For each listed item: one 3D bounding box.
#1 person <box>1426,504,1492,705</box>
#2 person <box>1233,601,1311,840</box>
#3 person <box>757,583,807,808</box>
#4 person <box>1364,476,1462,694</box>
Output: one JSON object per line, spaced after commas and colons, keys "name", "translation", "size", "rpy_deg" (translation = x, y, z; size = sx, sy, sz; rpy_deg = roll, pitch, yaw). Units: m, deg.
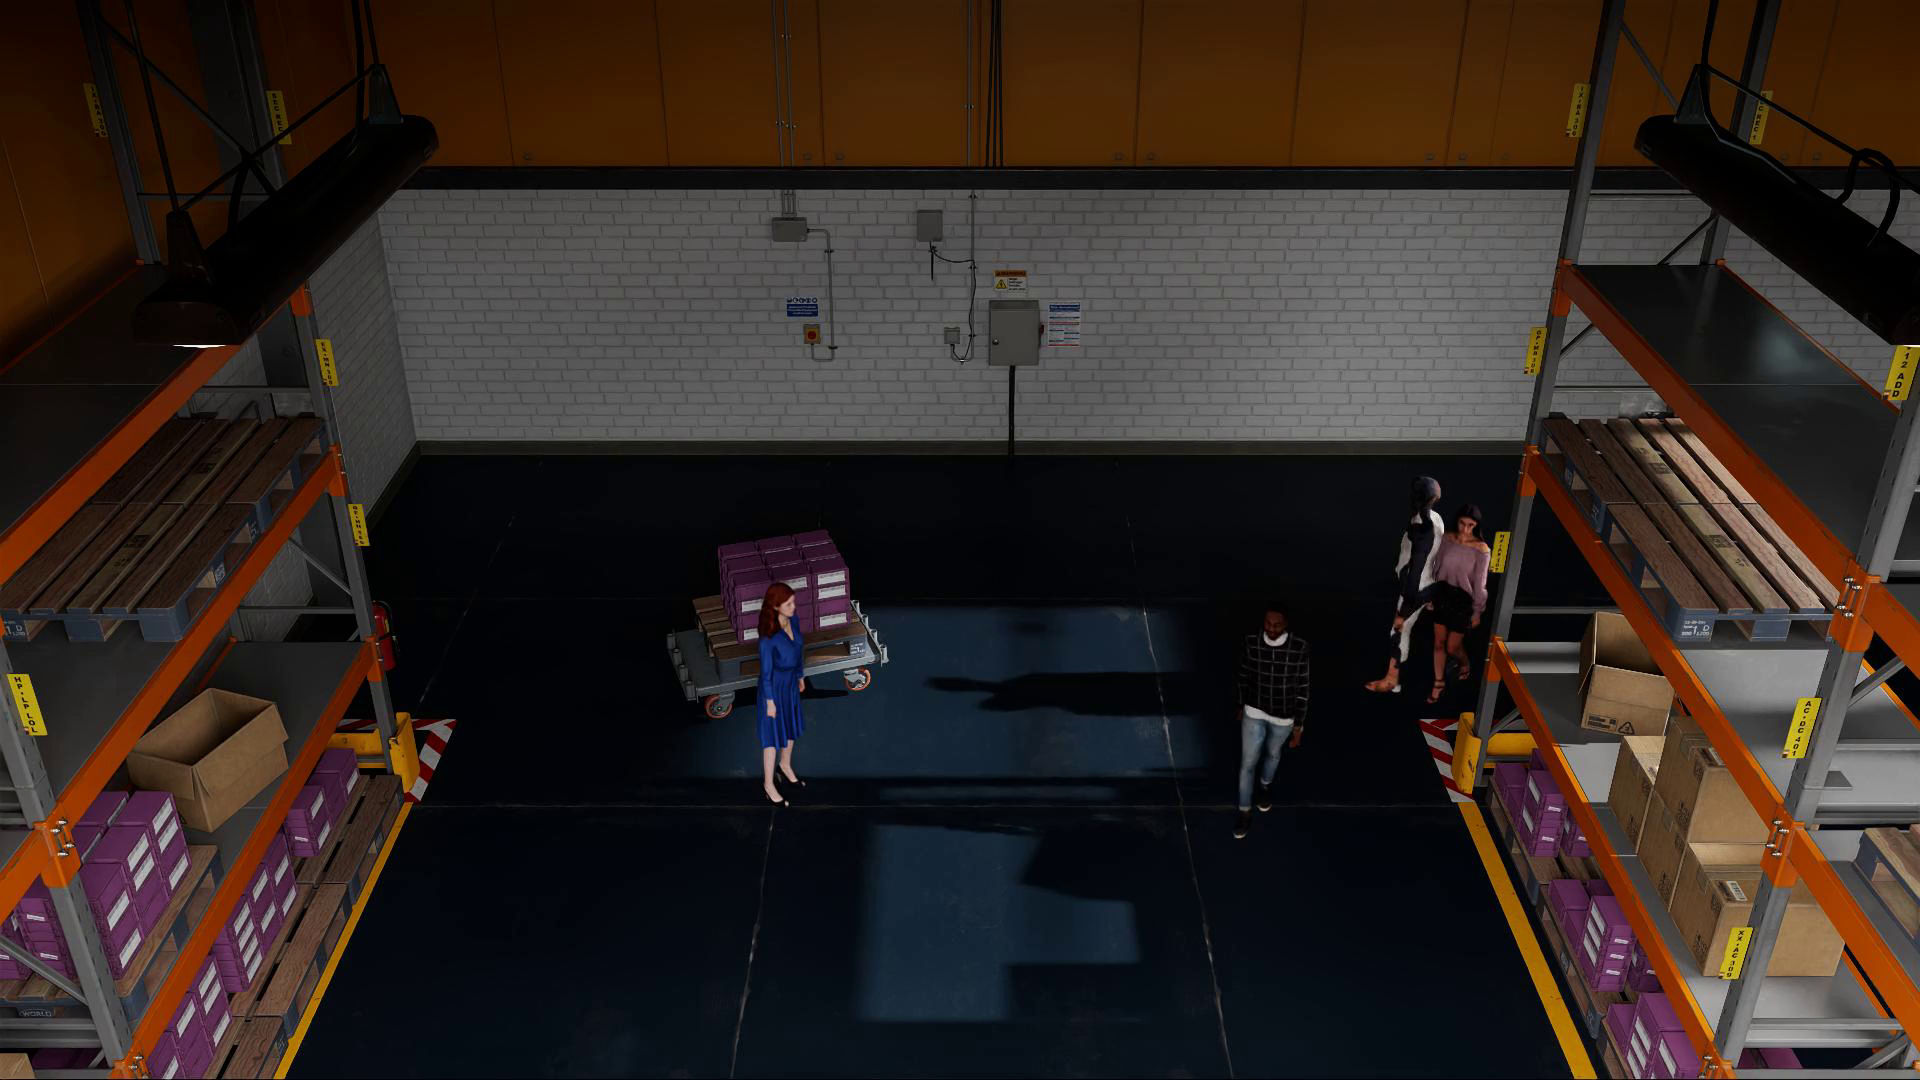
{"name": "person", "translation": [3.946, 0.490, 13.067], "size": [0.916, 1.798, 0.857], "rpy_deg": [-25, 37, -38]}
{"name": "person", "translation": [2.223, 1.164, 11.844], "size": [0.792, 1.787, 1.021], "rpy_deg": [6, 29, 10]}
{"name": "person", "translation": [-1.288, 1.094, 11.933], "size": [0.764, 1.824, 0.665], "rpy_deg": [14, 32, 24]}
{"name": "person", "translation": [3.692, 0.401, 13.156], "size": [0.953, 1.869, 1.020], "rpy_deg": [7, 29, 13]}
